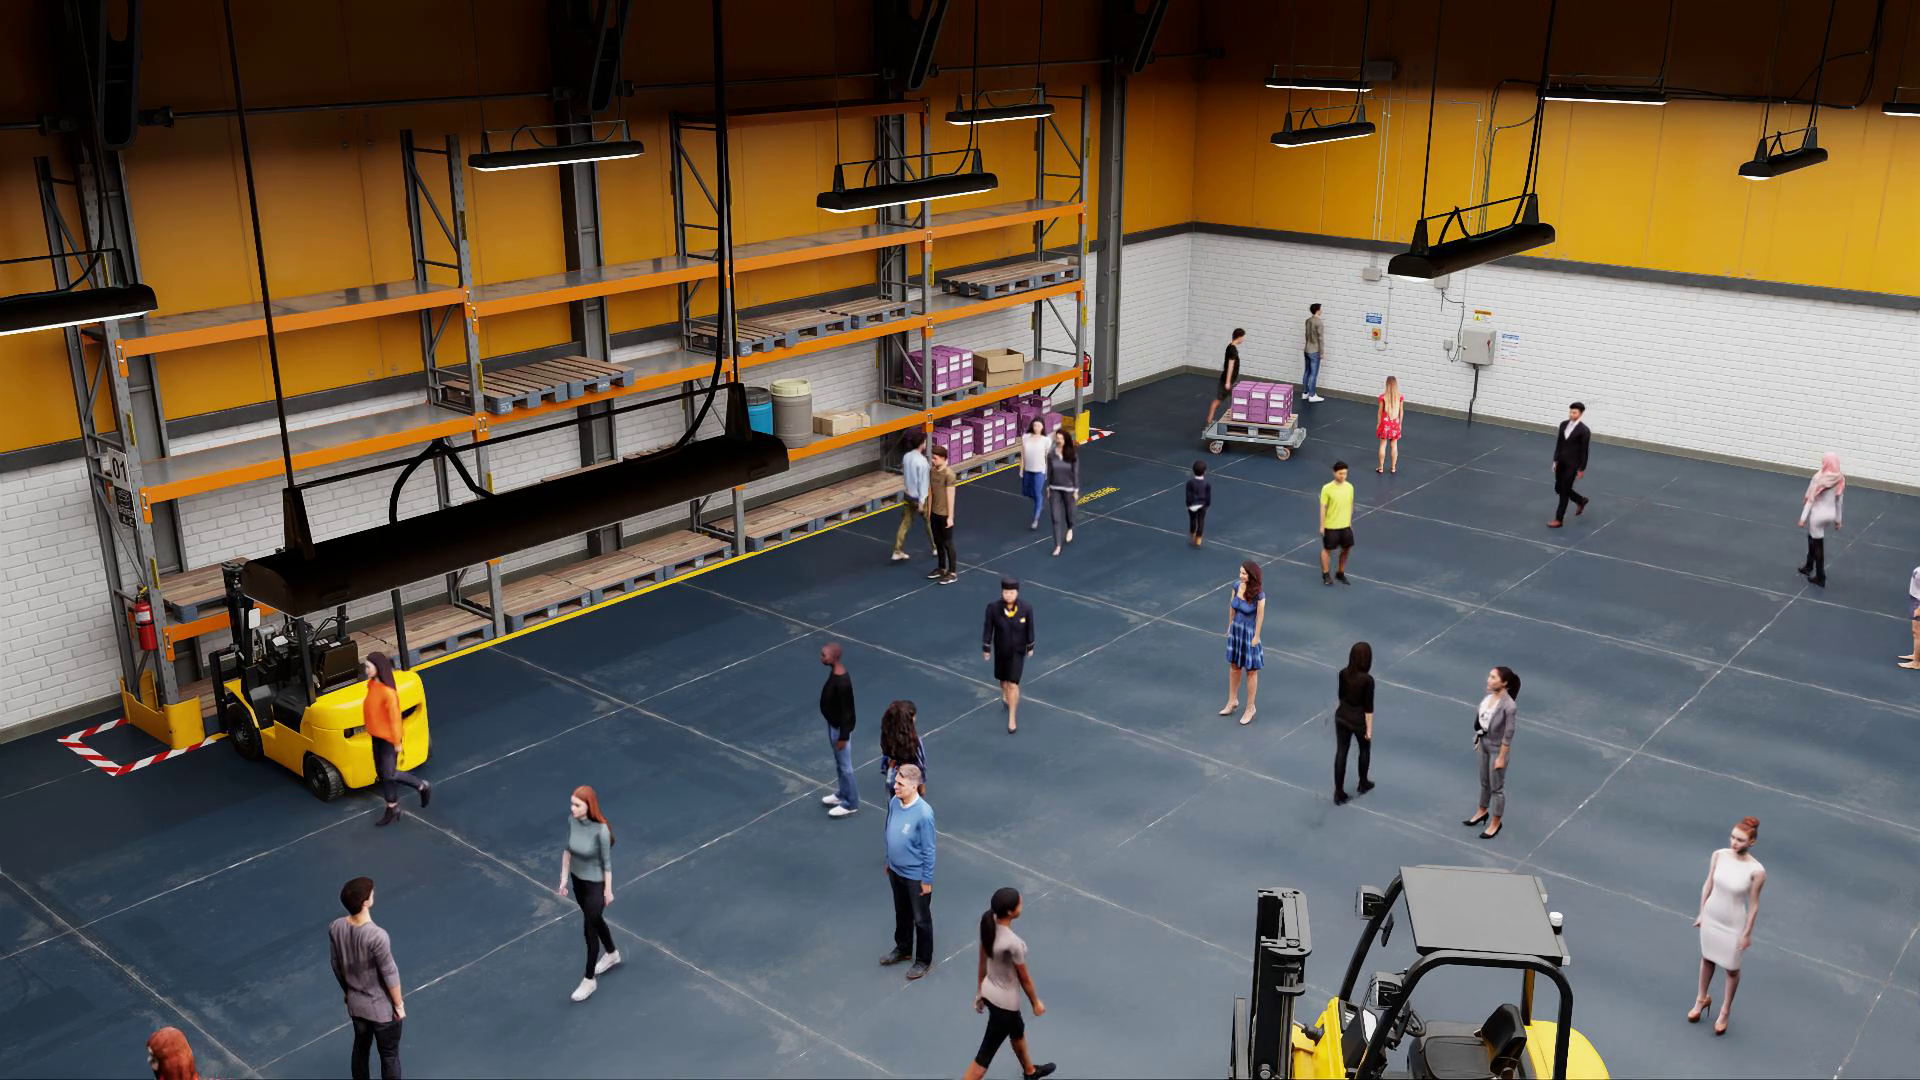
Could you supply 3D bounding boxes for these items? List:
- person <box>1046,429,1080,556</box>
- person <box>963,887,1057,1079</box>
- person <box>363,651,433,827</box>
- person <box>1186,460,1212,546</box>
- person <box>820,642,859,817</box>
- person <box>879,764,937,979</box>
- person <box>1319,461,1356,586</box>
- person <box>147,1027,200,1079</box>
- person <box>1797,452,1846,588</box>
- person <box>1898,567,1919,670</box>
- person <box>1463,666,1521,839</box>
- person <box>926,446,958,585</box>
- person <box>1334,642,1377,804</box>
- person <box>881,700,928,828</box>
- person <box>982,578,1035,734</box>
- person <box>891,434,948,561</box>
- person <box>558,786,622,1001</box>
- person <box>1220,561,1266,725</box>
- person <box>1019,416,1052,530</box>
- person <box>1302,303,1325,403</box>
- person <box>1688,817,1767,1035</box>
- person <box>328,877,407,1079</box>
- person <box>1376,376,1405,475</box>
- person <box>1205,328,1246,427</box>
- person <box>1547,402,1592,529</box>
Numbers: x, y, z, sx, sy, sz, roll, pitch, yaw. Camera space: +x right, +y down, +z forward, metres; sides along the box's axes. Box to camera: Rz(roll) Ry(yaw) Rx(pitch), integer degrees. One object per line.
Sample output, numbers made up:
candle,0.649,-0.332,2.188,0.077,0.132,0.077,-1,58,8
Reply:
person,1.448,-0.698,23.224,0.925,1.745,1.105,4,19,11
person,0.209,3.261,11.547,1.255,1.695,0.923,-10,21,-26
person,-5.328,1.847,15.678,0.833,1.737,0.680,-16,25,-40
person,3.367,-0.506,23.509,0.781,1.199,0.914,2,19,6
person,-1.140,1.779,15.865,0.715,1.746,0.688,-5,19,-15
person,-0.395,2.609,13.288,0.589,1.819,0.677,-17,25,-41
person,4.928,-0.247,21.965,0.773,1.693,0.854,-5,19,-14
person,-4.548,3.710,10.031,0.626,1.811,0.834,16,24,40
person,11.372,-0.245,21.814,0.864,1.786,0.909,-6,19,-17
person,11.175,0.718,19.301,0.652,1.565,0.496,11,22,30
person,4.970,1.951,15.463,0.761,1.678,0.725,-5,19,-14
person,-0.220,-0.358,22.052,0.641,1.849,0.712,-14,23,-35
person,3.745,1.786,16.035,0.600,1.626,0.803,15,24,38
person,-0.513,2.173,14.884,0.652,1.627,0.609,10,21,28
person,0.531,1.178,17.818,1.082,1.639,1.201,1,19,4
person,-0.671,-0.546,22.735,1.222,1.768,0.845,-14,23,-35
person,-2.889,2.706,13.133,0.599,1.734,0.838,13,23,35
person,3.044,1.080,17.848,0.640,1.806,0.713,-14,23,-35
person,1.106,-1.001,24.238,0.751,1.671,0.967,9,21,25
person,6.691,-3.574,31.577,0.793,1.864,0.794,-6,20,-18
person,5.775,2.889,12.501,0.557,1.790,0.615,-13,23,-34
person,-4.087,3.180,11.538,0.733,1.853,0.660,7,20,21
person,6.948,-1.866,26.931,0.663,1.592,0.702,2,19,5
person,4.677,-2.812,29.426,1.291,1.794,1.258,-1,19,-3
person,8.959,-1.115,24.278,1.159,1.863,0.995,-8,20,-23
